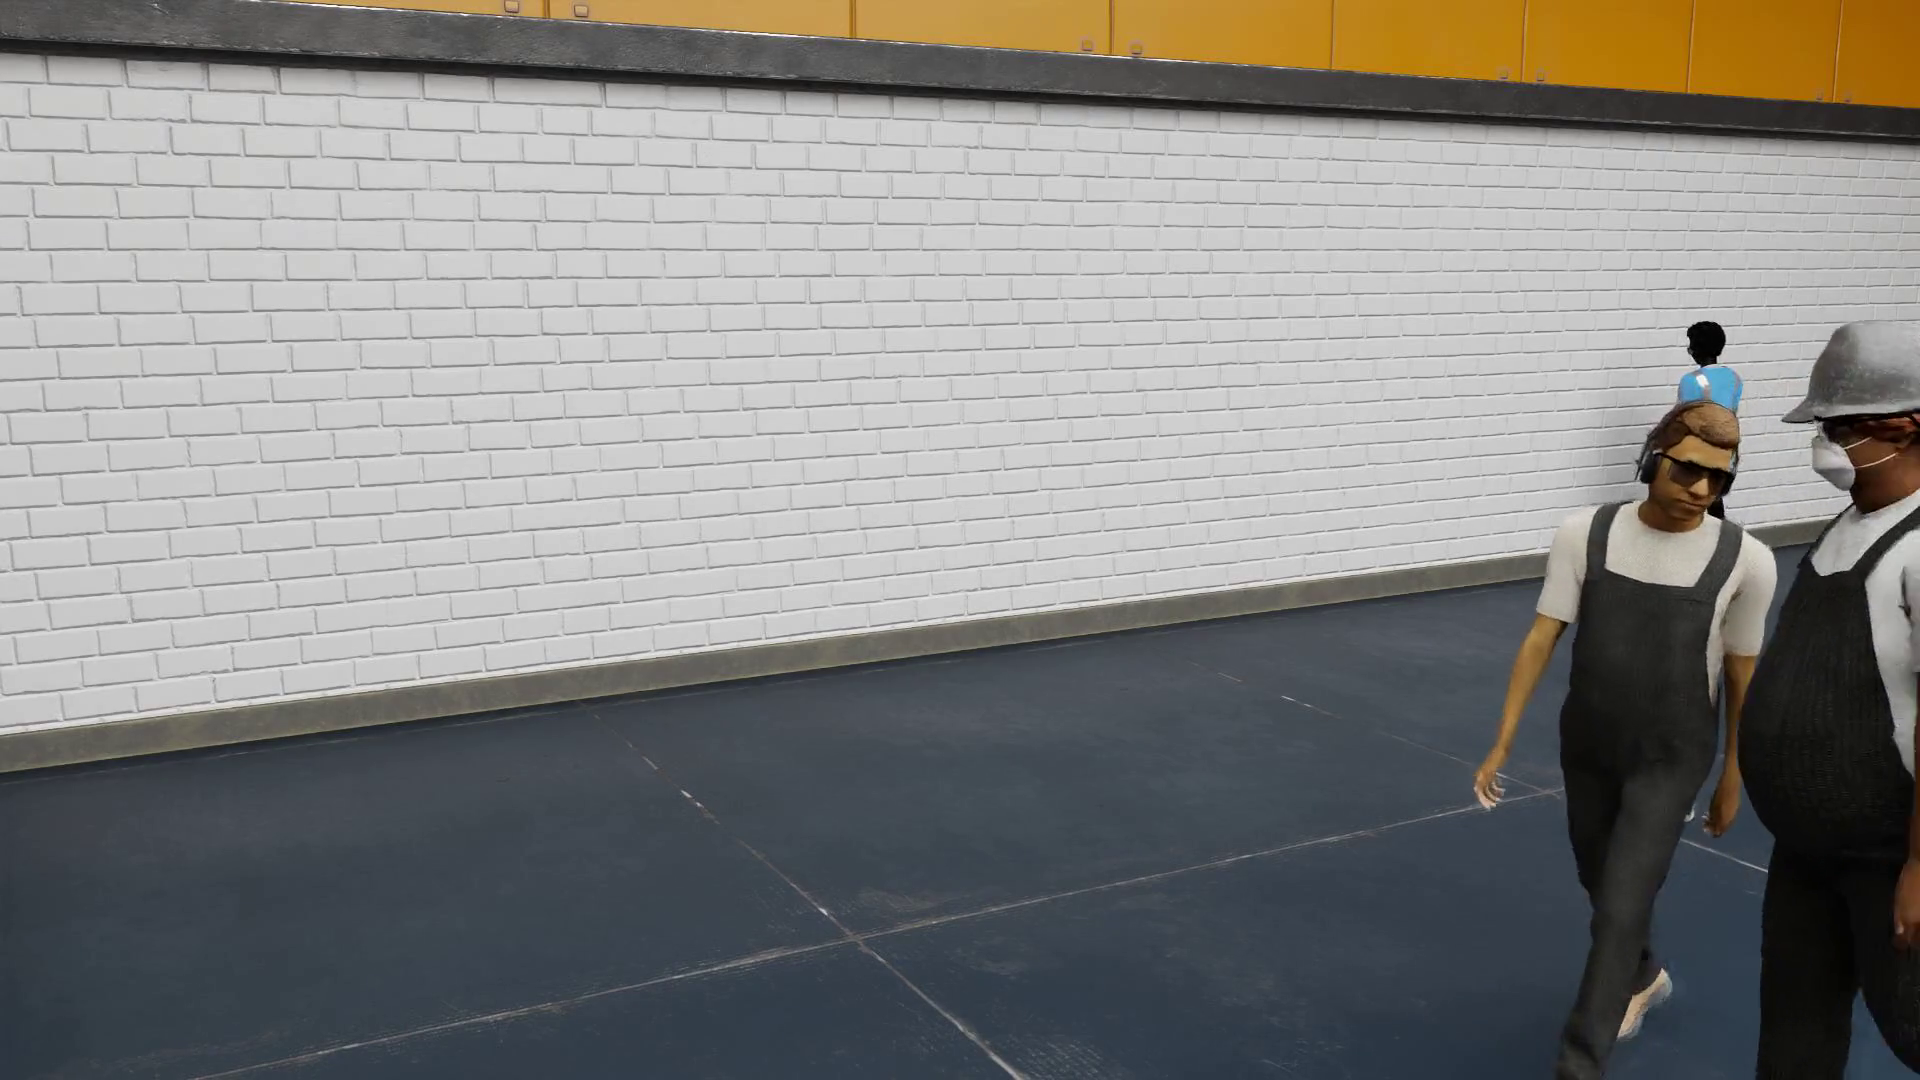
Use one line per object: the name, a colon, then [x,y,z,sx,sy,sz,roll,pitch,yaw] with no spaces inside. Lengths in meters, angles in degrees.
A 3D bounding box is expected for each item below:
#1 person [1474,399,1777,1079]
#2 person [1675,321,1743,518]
person: [1.673,0.529,4.121,0.589,1.793,0.952,8,13,39]
person: [4.678,-0.528,10.487,0.533,1.692,0.319,-6,12,-32]
